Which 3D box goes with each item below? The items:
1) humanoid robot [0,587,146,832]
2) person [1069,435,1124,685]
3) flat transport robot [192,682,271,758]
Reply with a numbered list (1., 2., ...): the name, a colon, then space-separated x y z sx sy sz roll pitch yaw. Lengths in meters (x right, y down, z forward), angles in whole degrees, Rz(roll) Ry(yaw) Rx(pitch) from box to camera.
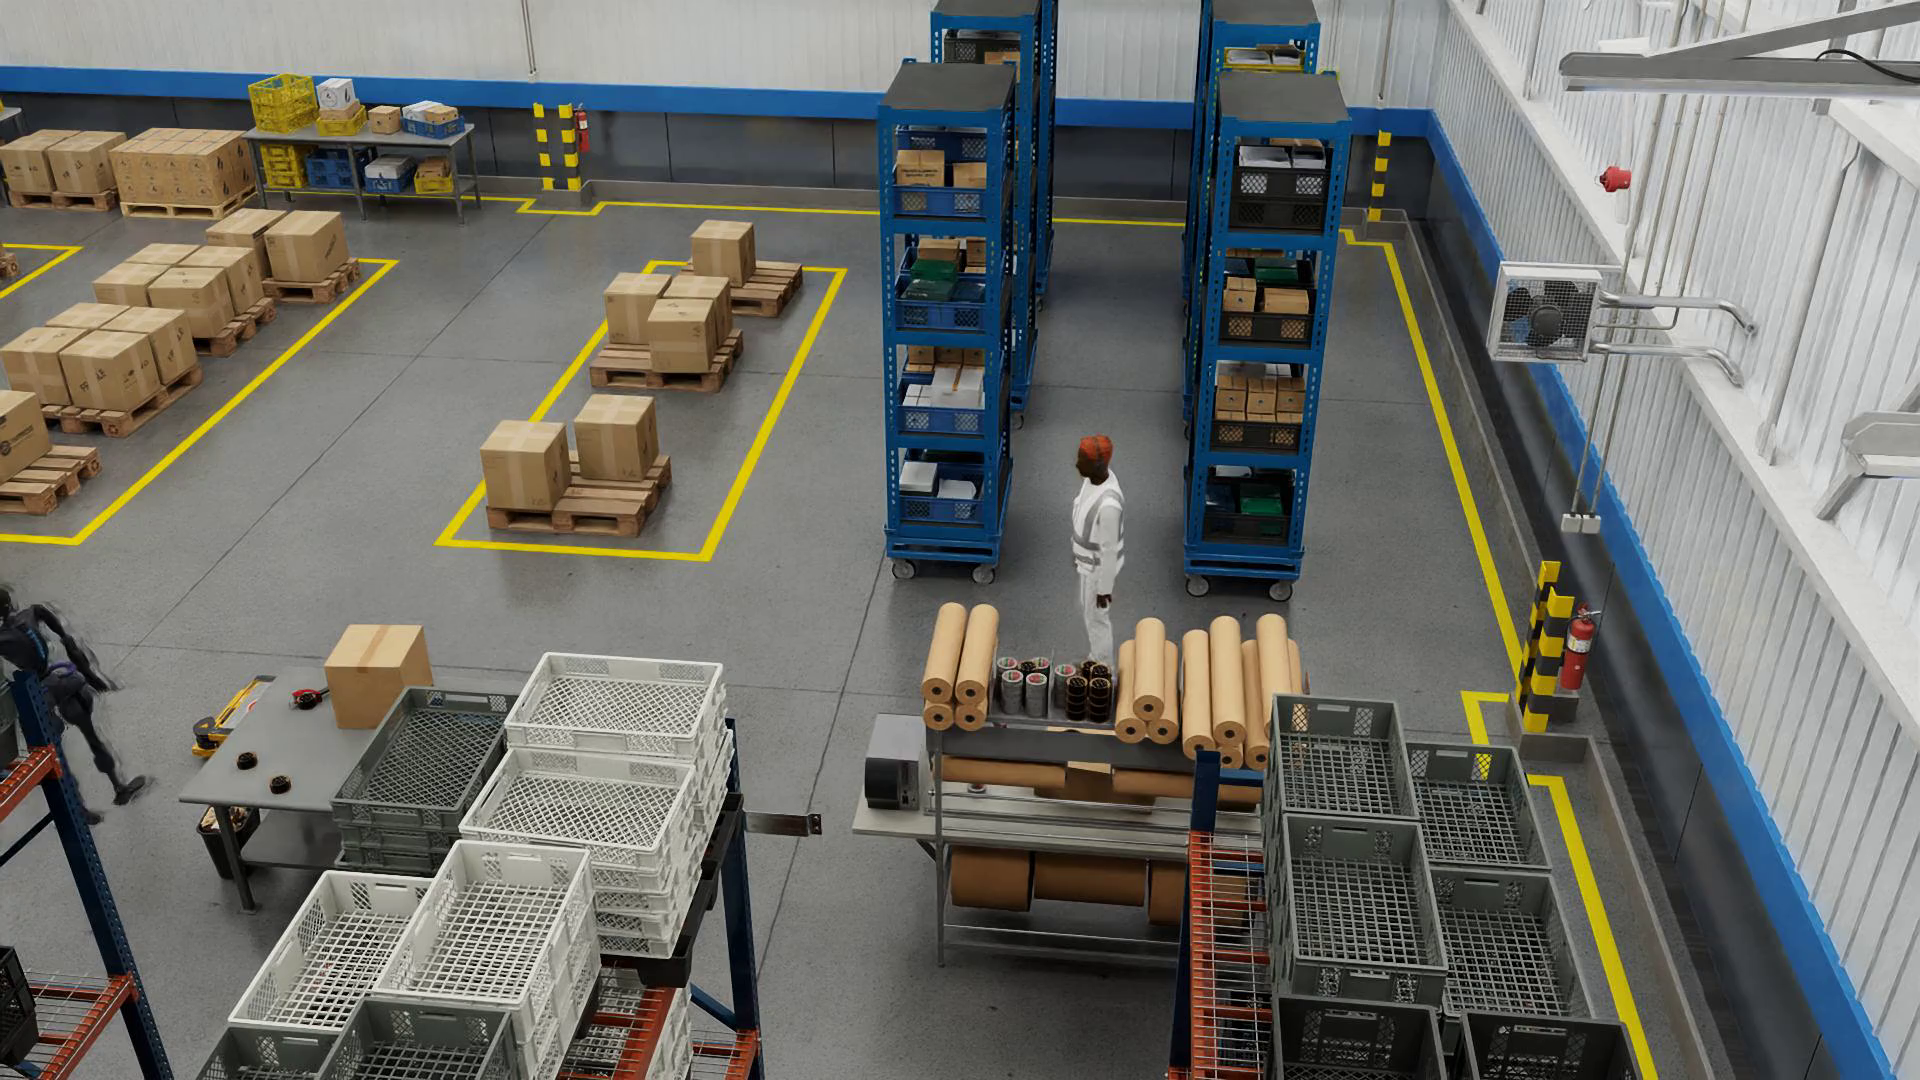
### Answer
1. humanoid robot: -5.279 0.926 9.704 0.386 1.632 0.662 12 32 20
2. person: 0.891 0.163 10.800 0.339 1.874 0.580 -2 30 -3
3. flat transport robot: -4.089 1.163 10.648 1.431 0.197 0.652 3 30 6
